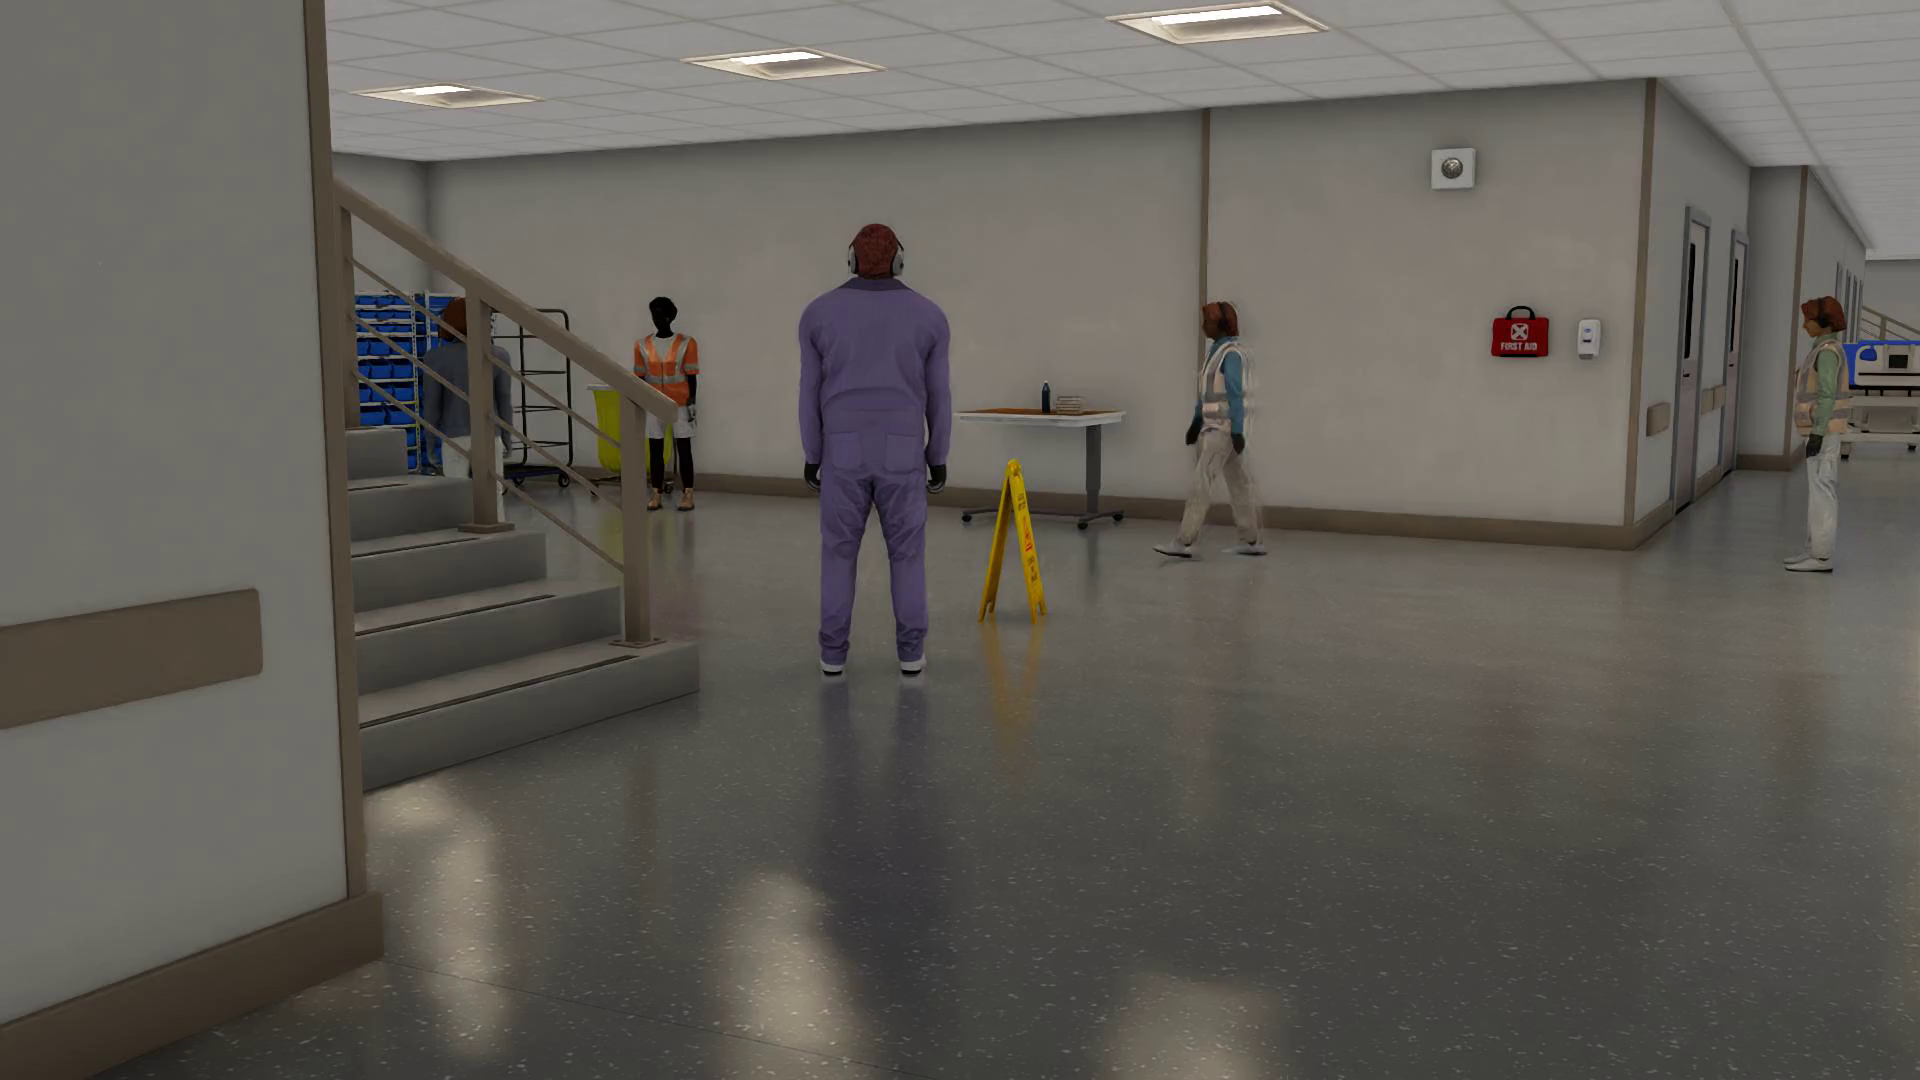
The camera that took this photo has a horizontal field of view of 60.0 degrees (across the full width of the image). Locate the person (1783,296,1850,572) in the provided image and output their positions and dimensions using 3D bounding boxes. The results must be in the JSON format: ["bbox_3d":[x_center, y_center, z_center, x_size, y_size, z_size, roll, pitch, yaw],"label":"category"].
[{"bbox_3d":[5.116,-0.624,9.900,0.309,1.638,0.514,4,8,26],"label":"person"}]

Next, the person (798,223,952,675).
[{"bbox_3d":[-0.356,-0.378,7.033,0.645,1.898,0.398,0,7,-2],"label":"person"}]

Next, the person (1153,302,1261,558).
[{"bbox_3d":[1.552,-0.680,10.457,0.795,1.606,0.522,0,7,0],"label":"person"}]

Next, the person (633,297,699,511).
[{"bbox_3d":[-2.309,-1.065,13.098,0.530,1.688,0.324,0,7,4],"label":"person"}]

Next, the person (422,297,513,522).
[{"bbox_3d":[-2.814,-0.570,9.527,0.500,1.626,0.306,-3,8,-23],"label":"person"}]
